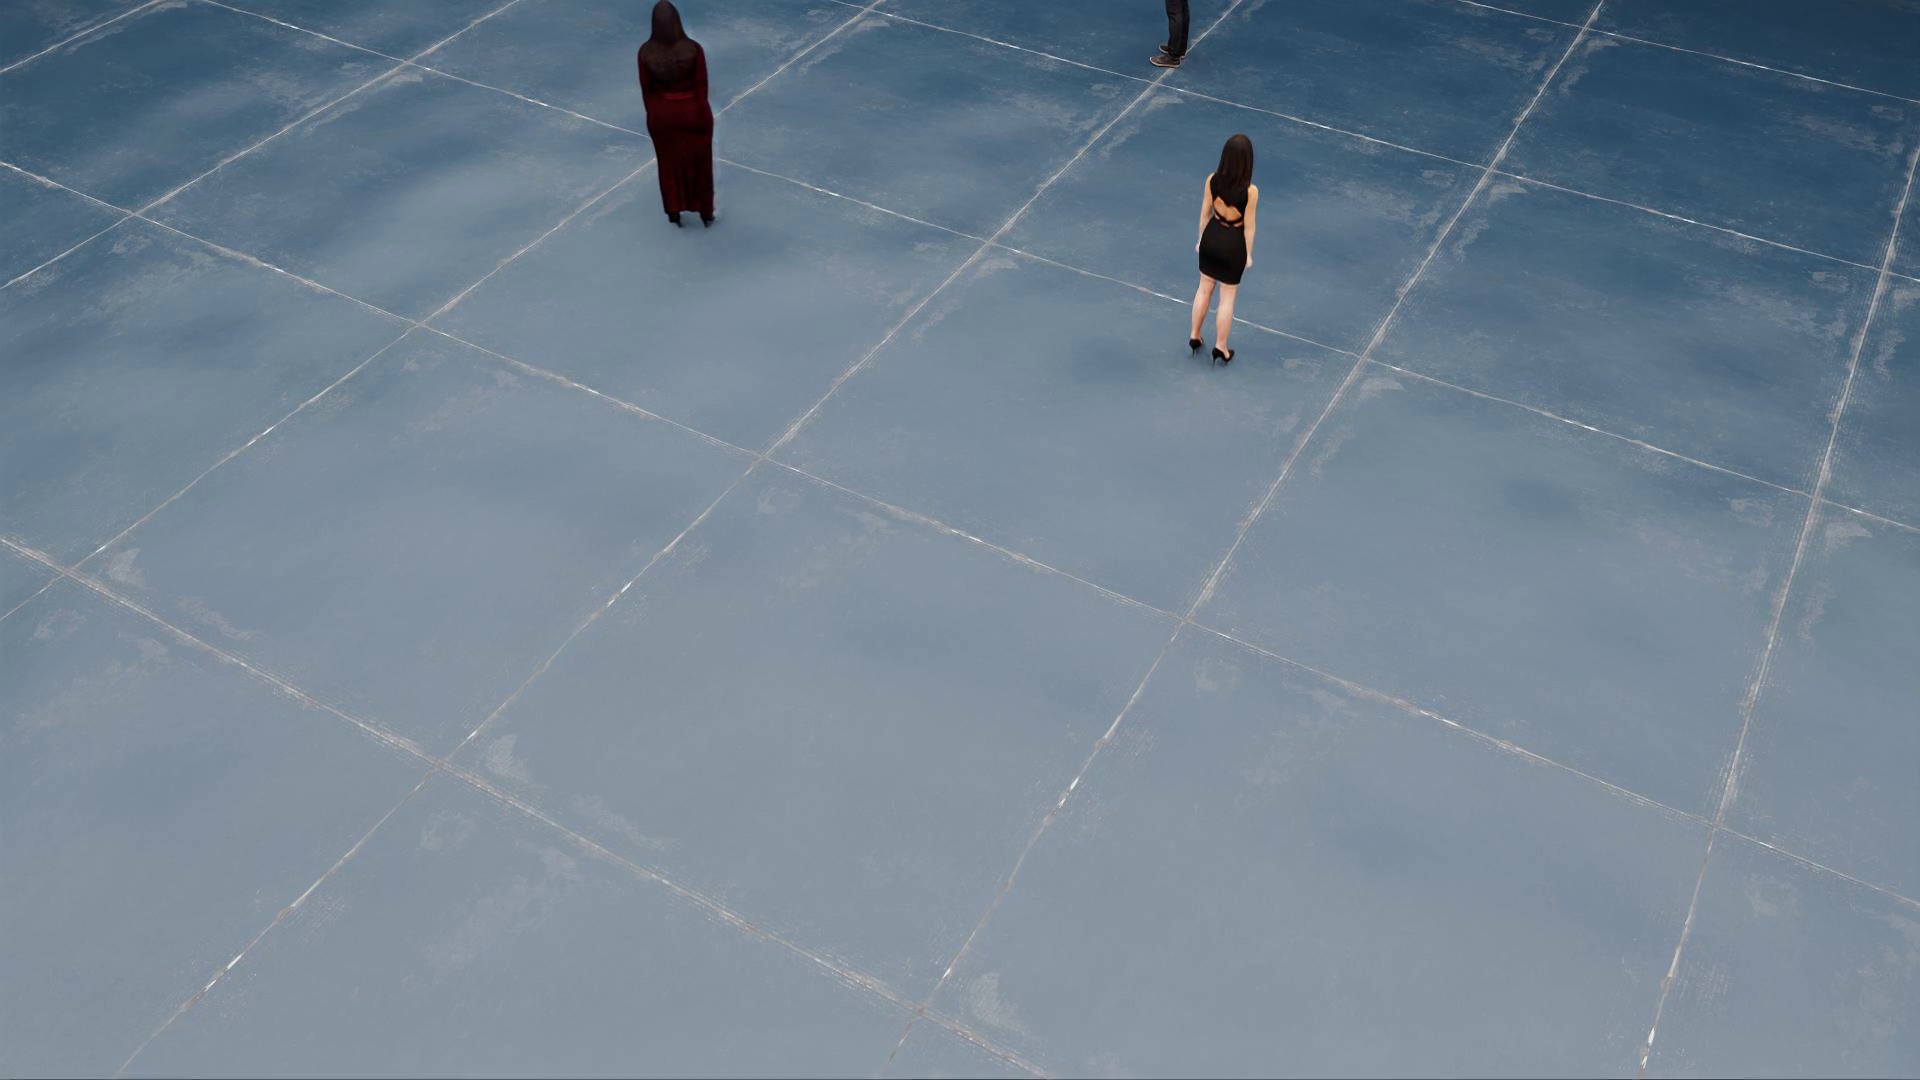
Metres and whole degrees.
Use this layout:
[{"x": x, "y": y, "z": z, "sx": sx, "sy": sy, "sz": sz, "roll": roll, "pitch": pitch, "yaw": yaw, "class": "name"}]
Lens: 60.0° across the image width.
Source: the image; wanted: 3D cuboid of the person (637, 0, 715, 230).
[{"x": -2.089, "y": -3.137, "z": 12.377, "sx": 0.791, "sy": 1.752, "sz": 0.828, "roll": -2, "pitch": 42, "yaw": -3, "class": "person"}]

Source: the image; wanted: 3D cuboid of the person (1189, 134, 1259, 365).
[{"x": 1.758, "y": -1.930, "z": 11.129, "sx": 0.590, "sy": 1.644, "sz": 0.560, "roll": 28, "pitch": 49, "yaw": 27, "class": "person"}]

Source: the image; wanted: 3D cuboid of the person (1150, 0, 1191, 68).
[{"x": 1.900, "y": -4.970, "z": 14.384, "sx": 0.710, "sy": 1.769, "sz": 0.474, "roll": -1, "pitch": 42, "yaw": -2, "class": "person"}]
